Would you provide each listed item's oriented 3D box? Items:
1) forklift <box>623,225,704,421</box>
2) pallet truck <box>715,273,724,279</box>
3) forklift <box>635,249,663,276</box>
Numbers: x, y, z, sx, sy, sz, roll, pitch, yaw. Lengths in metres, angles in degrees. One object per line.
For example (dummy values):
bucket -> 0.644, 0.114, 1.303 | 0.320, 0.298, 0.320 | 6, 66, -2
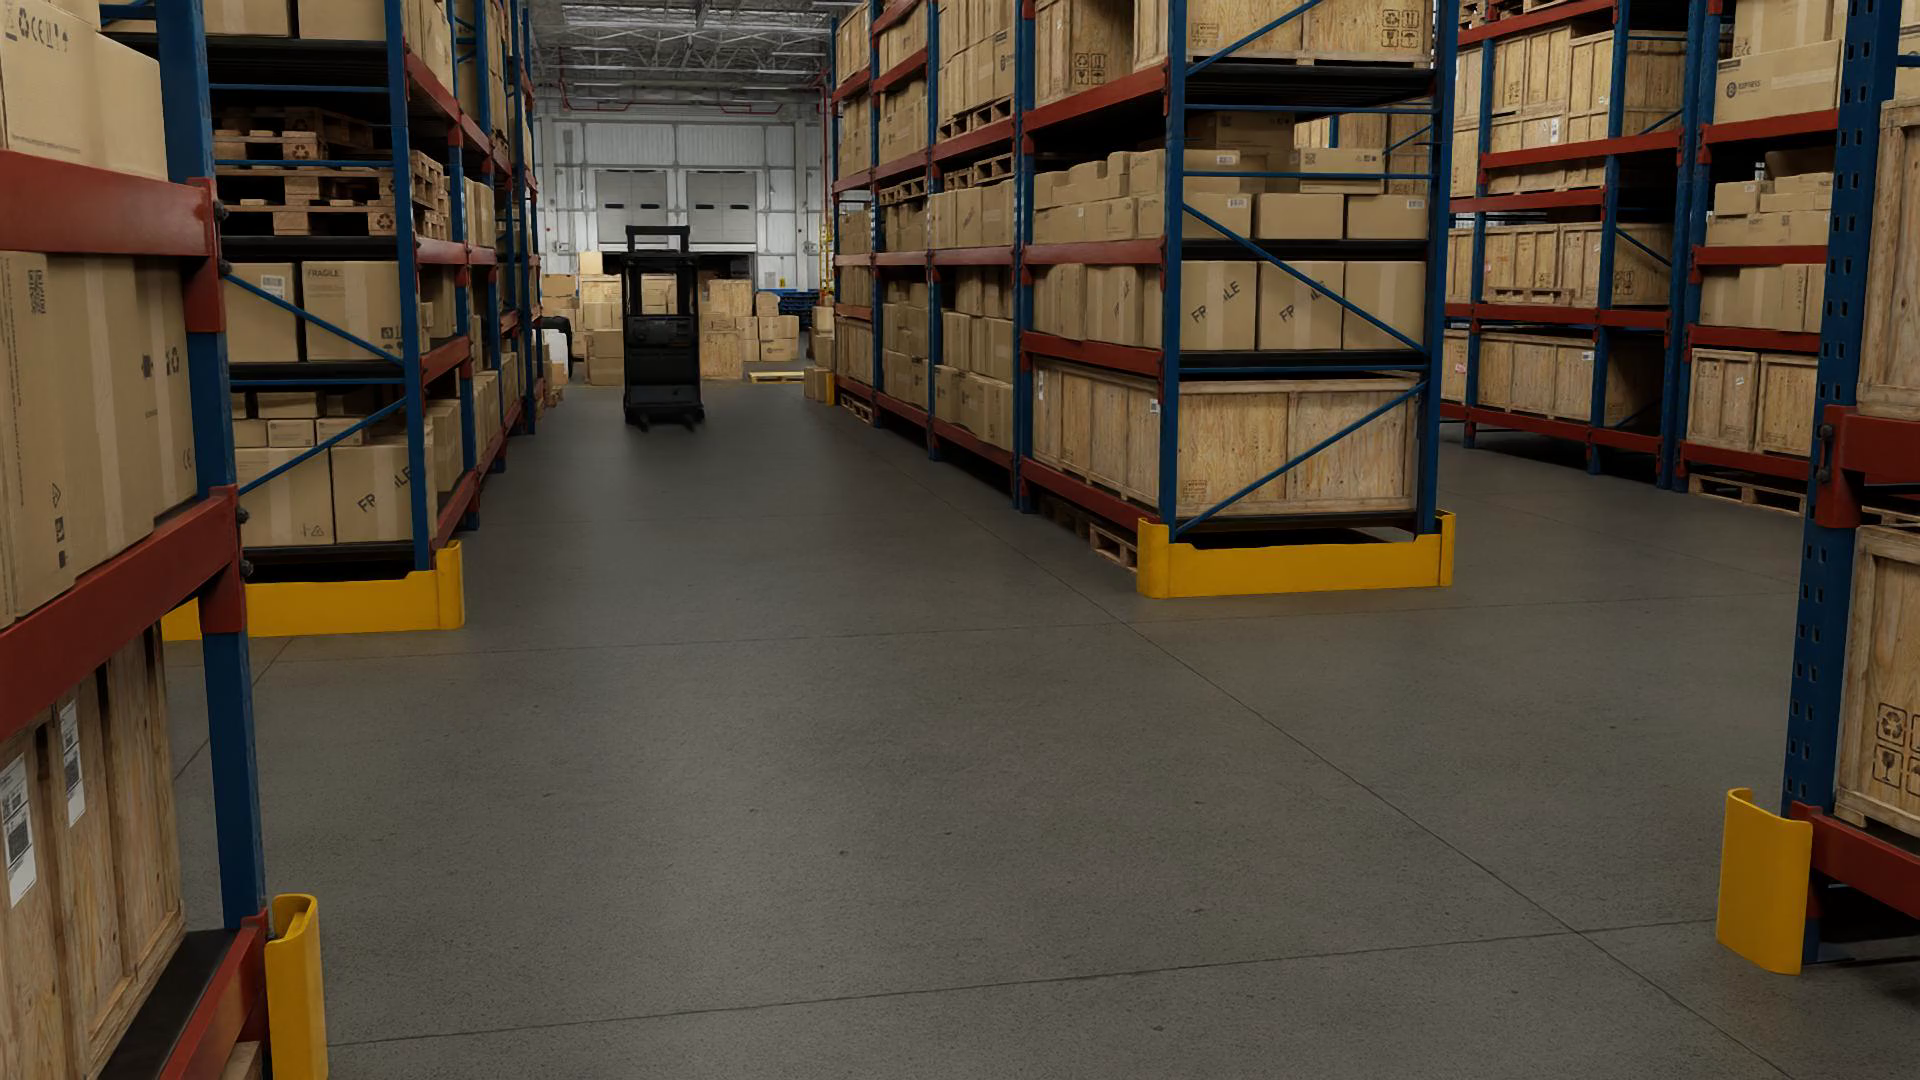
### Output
forklift -> -4.418, -3.225, 24.482 | 1.129, 2.768, 1.873 | -2, 10, -12
pallet truck -> -8.580, -8.986, 62.280 | 1.885, 1.965, 0.823 | 1, 9, 5
forklift -> -10.535, -8.469, 56.446 | 1.129, 2.768, 1.873 | -8, 12, -39
